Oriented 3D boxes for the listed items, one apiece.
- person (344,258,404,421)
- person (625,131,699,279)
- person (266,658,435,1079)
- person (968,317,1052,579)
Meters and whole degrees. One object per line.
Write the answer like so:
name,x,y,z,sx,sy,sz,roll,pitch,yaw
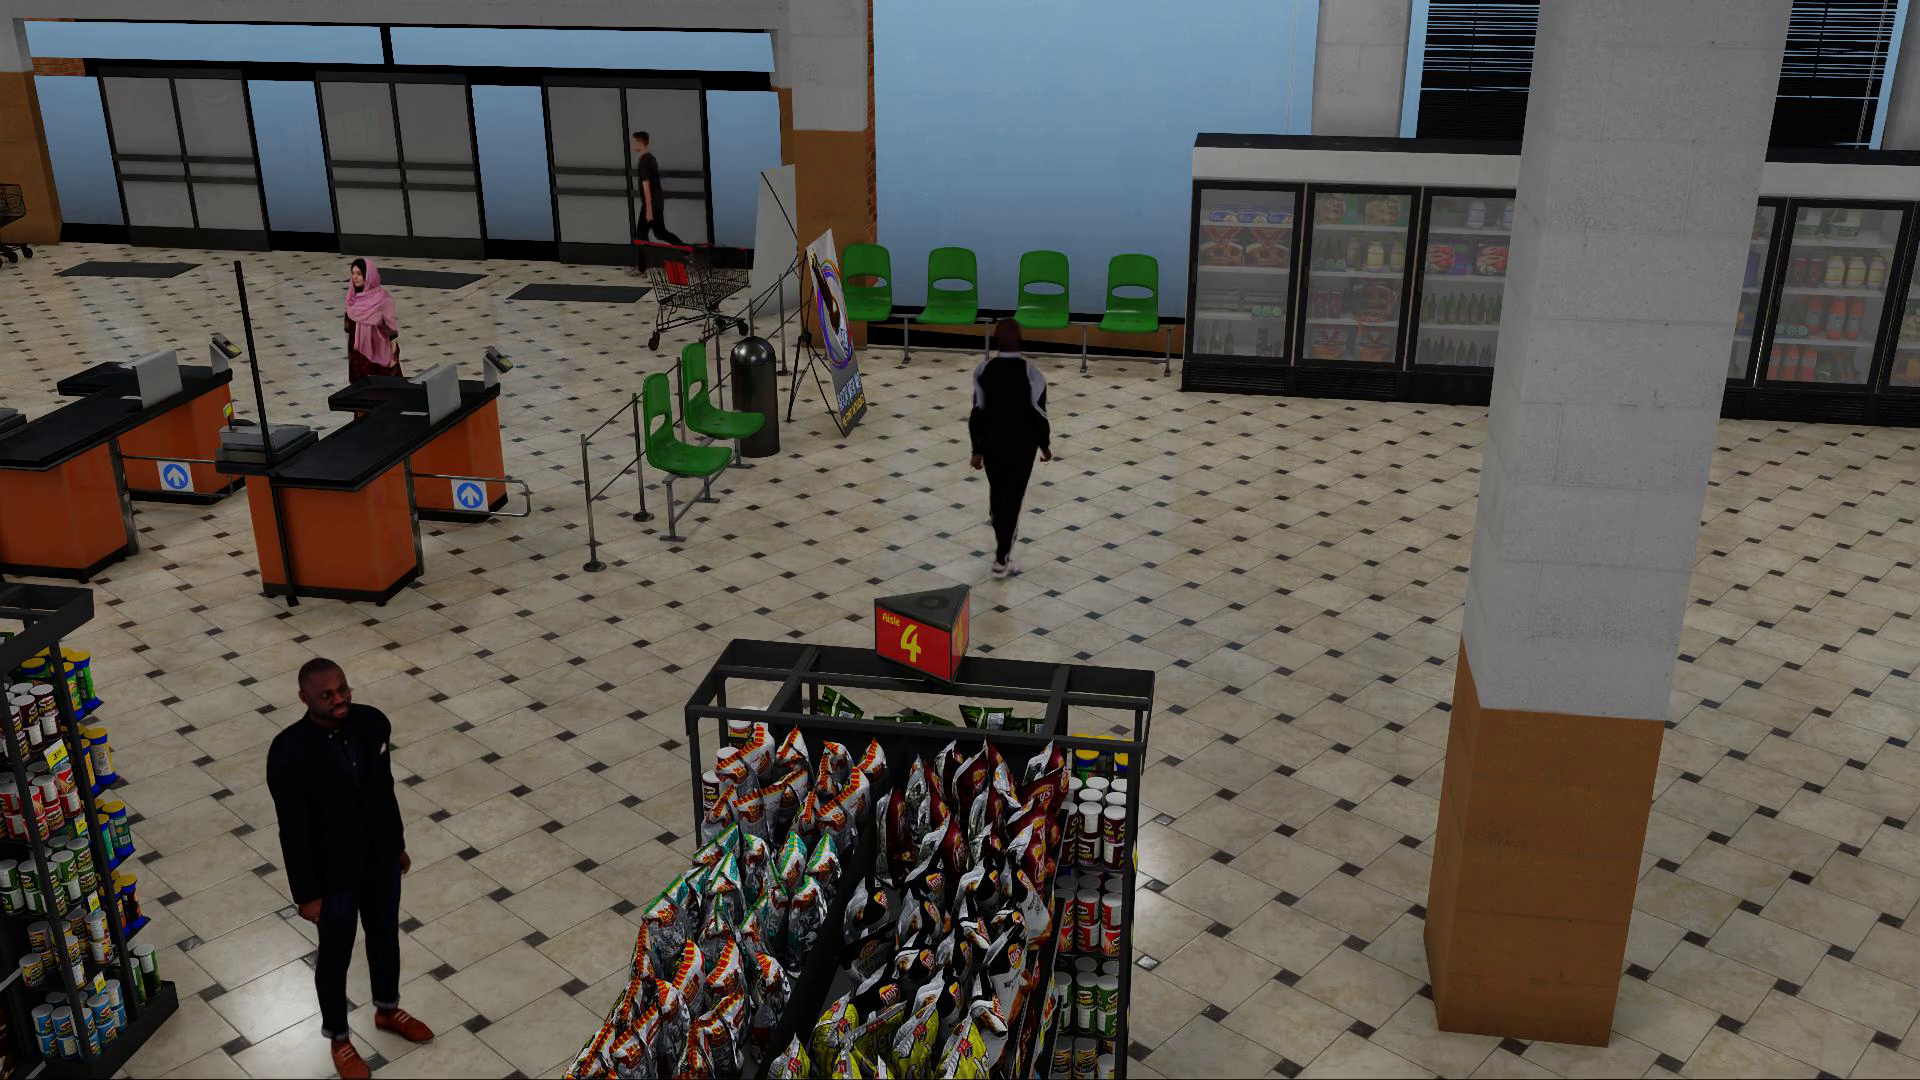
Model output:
person,-4.969,-1.586,14.092,0.660,1.637,0.596,5,22,12
person,-3.607,-4.009,20.000,0.955,1.728,1.140,-3,22,-8
person,-2.451,1.295,6.680,0.839,1.818,0.688,14,26,31
person,0.298,-0.604,11.422,0.807,1.805,1.016,10,24,23
